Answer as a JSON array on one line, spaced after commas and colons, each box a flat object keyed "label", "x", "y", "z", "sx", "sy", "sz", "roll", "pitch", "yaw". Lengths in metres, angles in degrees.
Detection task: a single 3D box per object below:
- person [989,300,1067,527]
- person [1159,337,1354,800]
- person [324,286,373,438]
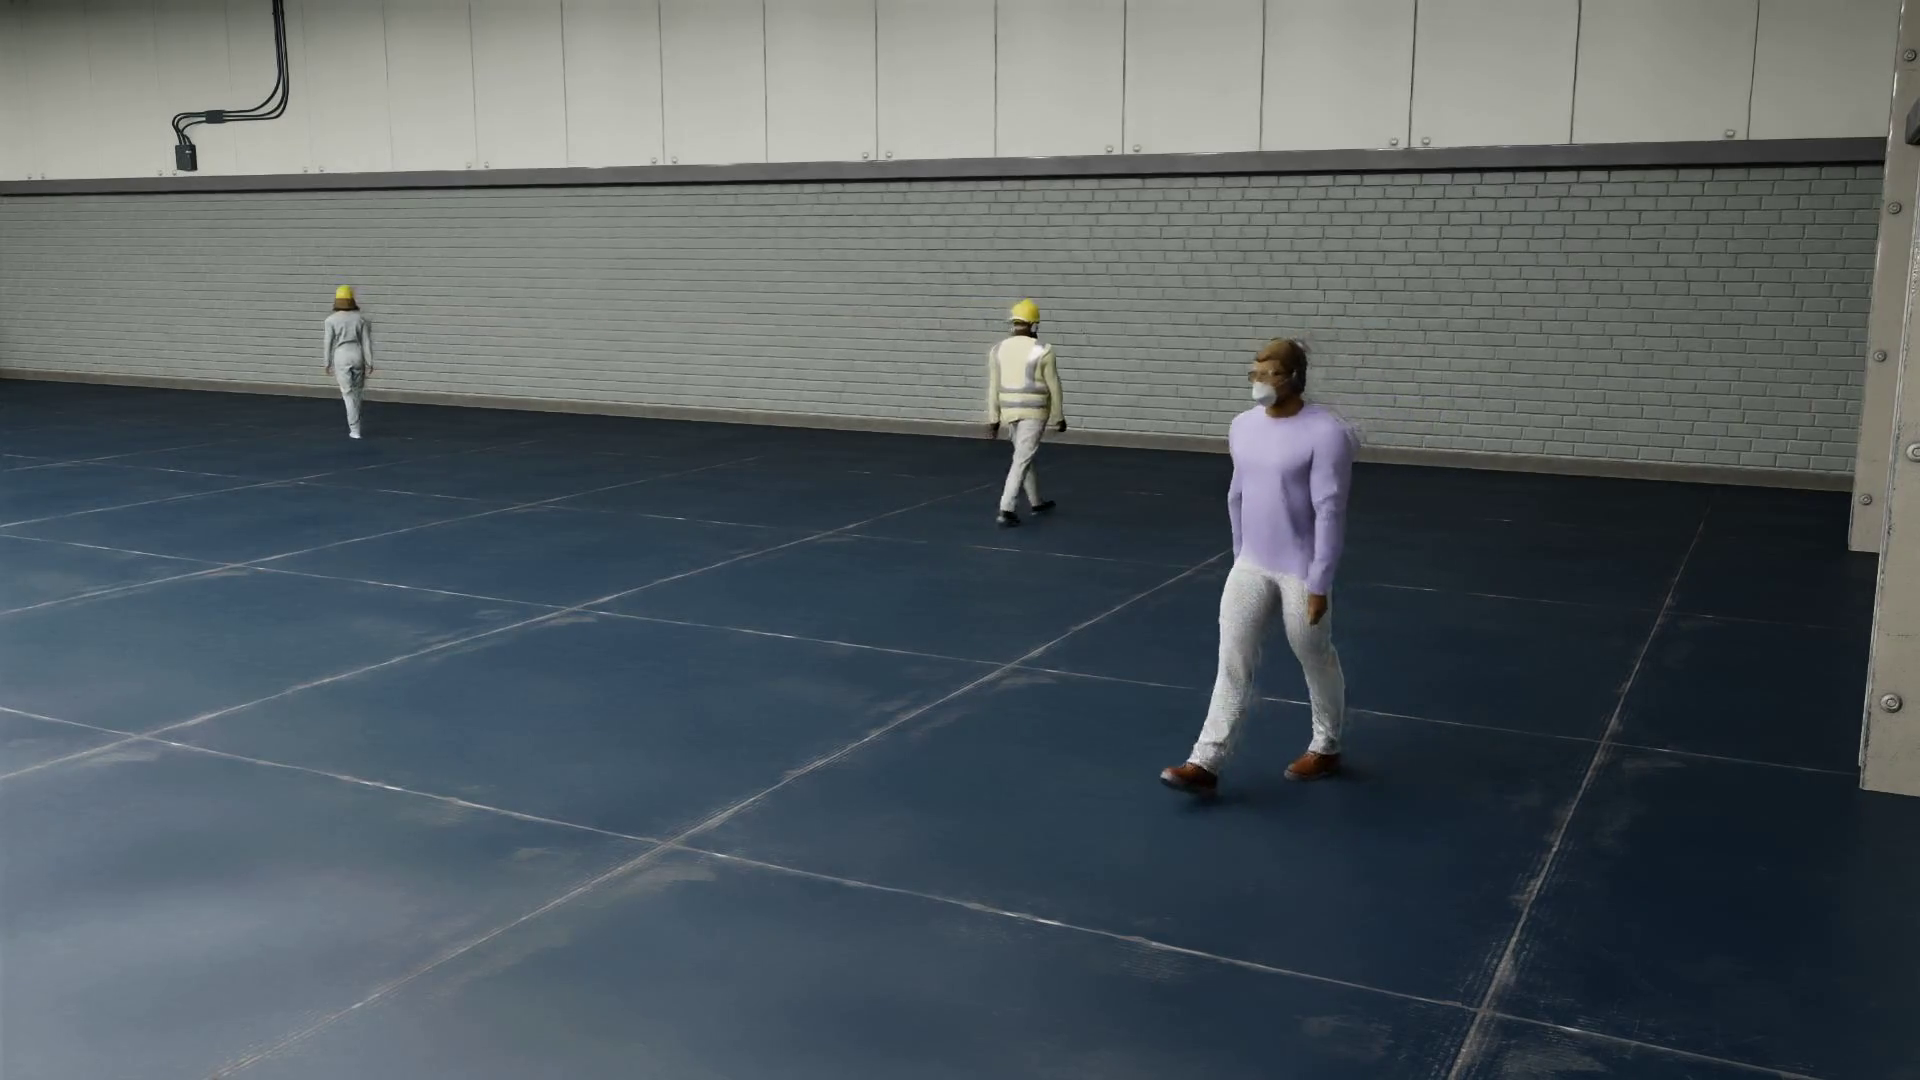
[{"label": "person", "x": 0.517, "y": -1.018, "z": 13.320, "sx": 0.585, "sy": 1.788, "sz": 0.970, "roll": 8, "pitch": 13, "yaw": 37}, {"label": "person", "x": 1.265, "y": 0.127, "z": 6.773, "sx": 1.003, "sy": 1.882, "sz": 0.651, "roll": -8, "pitch": 13, "yaw": -38}, {"label": "person", "x": -7.043, "y": -2.045, "z": 19.083, "sx": 0.508, "sy": 1.701, "sz": 0.849, "roll": -7, "pitch": 13, "yaw": -35}]
